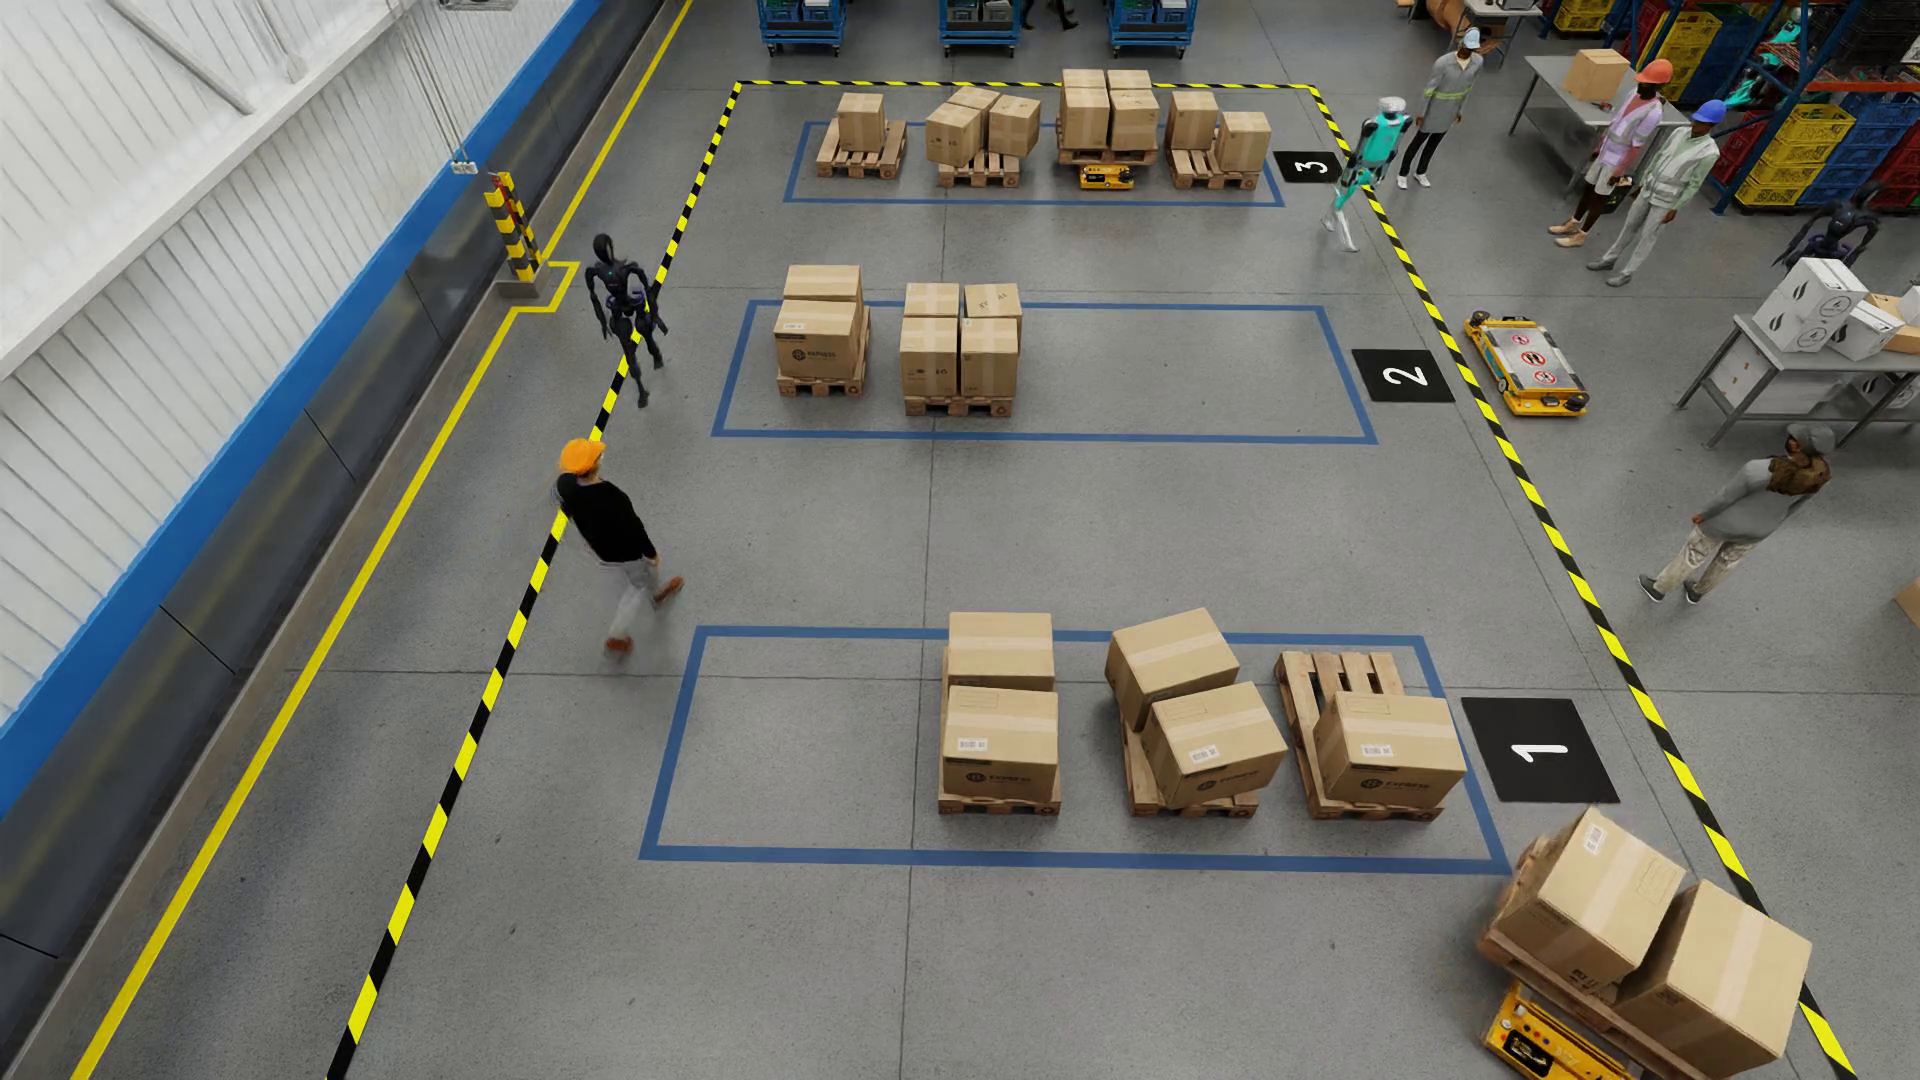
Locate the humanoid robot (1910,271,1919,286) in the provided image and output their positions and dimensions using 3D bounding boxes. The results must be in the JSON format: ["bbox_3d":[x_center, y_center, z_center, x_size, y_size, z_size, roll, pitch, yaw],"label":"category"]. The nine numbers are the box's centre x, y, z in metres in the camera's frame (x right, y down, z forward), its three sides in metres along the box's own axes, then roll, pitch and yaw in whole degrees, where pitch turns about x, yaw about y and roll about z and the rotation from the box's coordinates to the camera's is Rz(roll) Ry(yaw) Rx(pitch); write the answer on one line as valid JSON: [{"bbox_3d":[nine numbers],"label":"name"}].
[{"bbox_3d":[10.567,-3.351,9.395,0.531,1.692,0.738,5,49,4],"label":"humanoid robot"}]

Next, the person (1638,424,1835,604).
[{"bbox_3d":[5.672,-0.139,6.660,0.572,1.769,0.397,5,49,4],"label":"person"}]

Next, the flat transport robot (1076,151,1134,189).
[{"bbox_3d":[1.845,-4.982,11.827,0.652,0.197,1.431,1,49,1],"label":"flat transport robot"}]

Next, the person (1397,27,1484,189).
[{"bbox_3d":[5.737,-5.098,10.898,0.593,1.851,0.398,-6,49,-5],"label":"person"}]

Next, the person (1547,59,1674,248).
[{"bbox_3d":[7.087,-4.162,9.974,0.394,2.039,0.608,3,49,3],"label":"person"}]

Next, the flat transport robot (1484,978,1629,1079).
[{"bbox_3d":[3.668,2.546,5.311,0.652,0.197,1.431,34,57,26],"label":"flat transport robot"}]

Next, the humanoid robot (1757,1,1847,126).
[{"bbox_3d":[10.931,-6.029,11.829,0.616,1.639,0.408,-34,57,-26],"label":"humanoid robot"}]

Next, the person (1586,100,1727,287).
[{"bbox_3d":[7.279,-3.584,9.523,0.376,1.950,0.612,-9,50,-8],"label":"person"}]

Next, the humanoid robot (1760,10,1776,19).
[{"bbox_3d":[13.220,-9.004,14.437,0.601,1.650,0.768,5,49,4],"label":"humanoid robot"}]

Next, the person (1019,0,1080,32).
[{"bbox_3d":[1.377,-8.840,14.119,1.039,1.888,0.649,-6,49,-5],"label":"person"}]

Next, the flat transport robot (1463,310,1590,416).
[{"bbox_3d":[5.573,-1.757,9.054,0.659,0.231,1.431,1,49,1],"label":"flat transport robot"}]

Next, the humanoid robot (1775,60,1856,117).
[{"bbox_3d":[10.808,-5.822,11.599,0.562,1.779,0.783,-17,51,-14],"label":"humanoid robot"}]

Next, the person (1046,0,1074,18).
[{"bbox_3d":[1.620,-9.467,14.648,0.676,1.907,0.571,1,49,1],"label":"person"}]

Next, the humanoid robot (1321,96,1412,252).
[{"bbox_3d":[4.359,-4.064,10.075,0.537,1.730,1.026,-11,50,-9],"label":"humanoid robot"}]

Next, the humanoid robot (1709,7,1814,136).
[{"bbox_3d":[9.764,-5.683,11.502,0.792,1.800,0.535,4,49,4],"label":"humanoid robot"}]

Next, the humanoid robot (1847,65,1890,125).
[{"bbox_3d":[11.676,-5.862,11.636,0.666,1.789,0.544,12,50,10],"label":"humanoid robot"}]

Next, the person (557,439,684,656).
[{"bbox_3d":[-2.441,0.039,6.446,0.585,1.859,0.845,24,53,19],"label":"person"}]

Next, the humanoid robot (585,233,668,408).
[{"bbox_3d":[-3.035,-2.078,8.443,0.602,1.647,0.779,-7,49,-6],"label":"humanoid robot"}]

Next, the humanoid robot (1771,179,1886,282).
[{"bbox_3d":[8.468,-2.780,9.014,0.594,1.633,0.589,-23,53,-19],"label":"humanoid robot"}]
